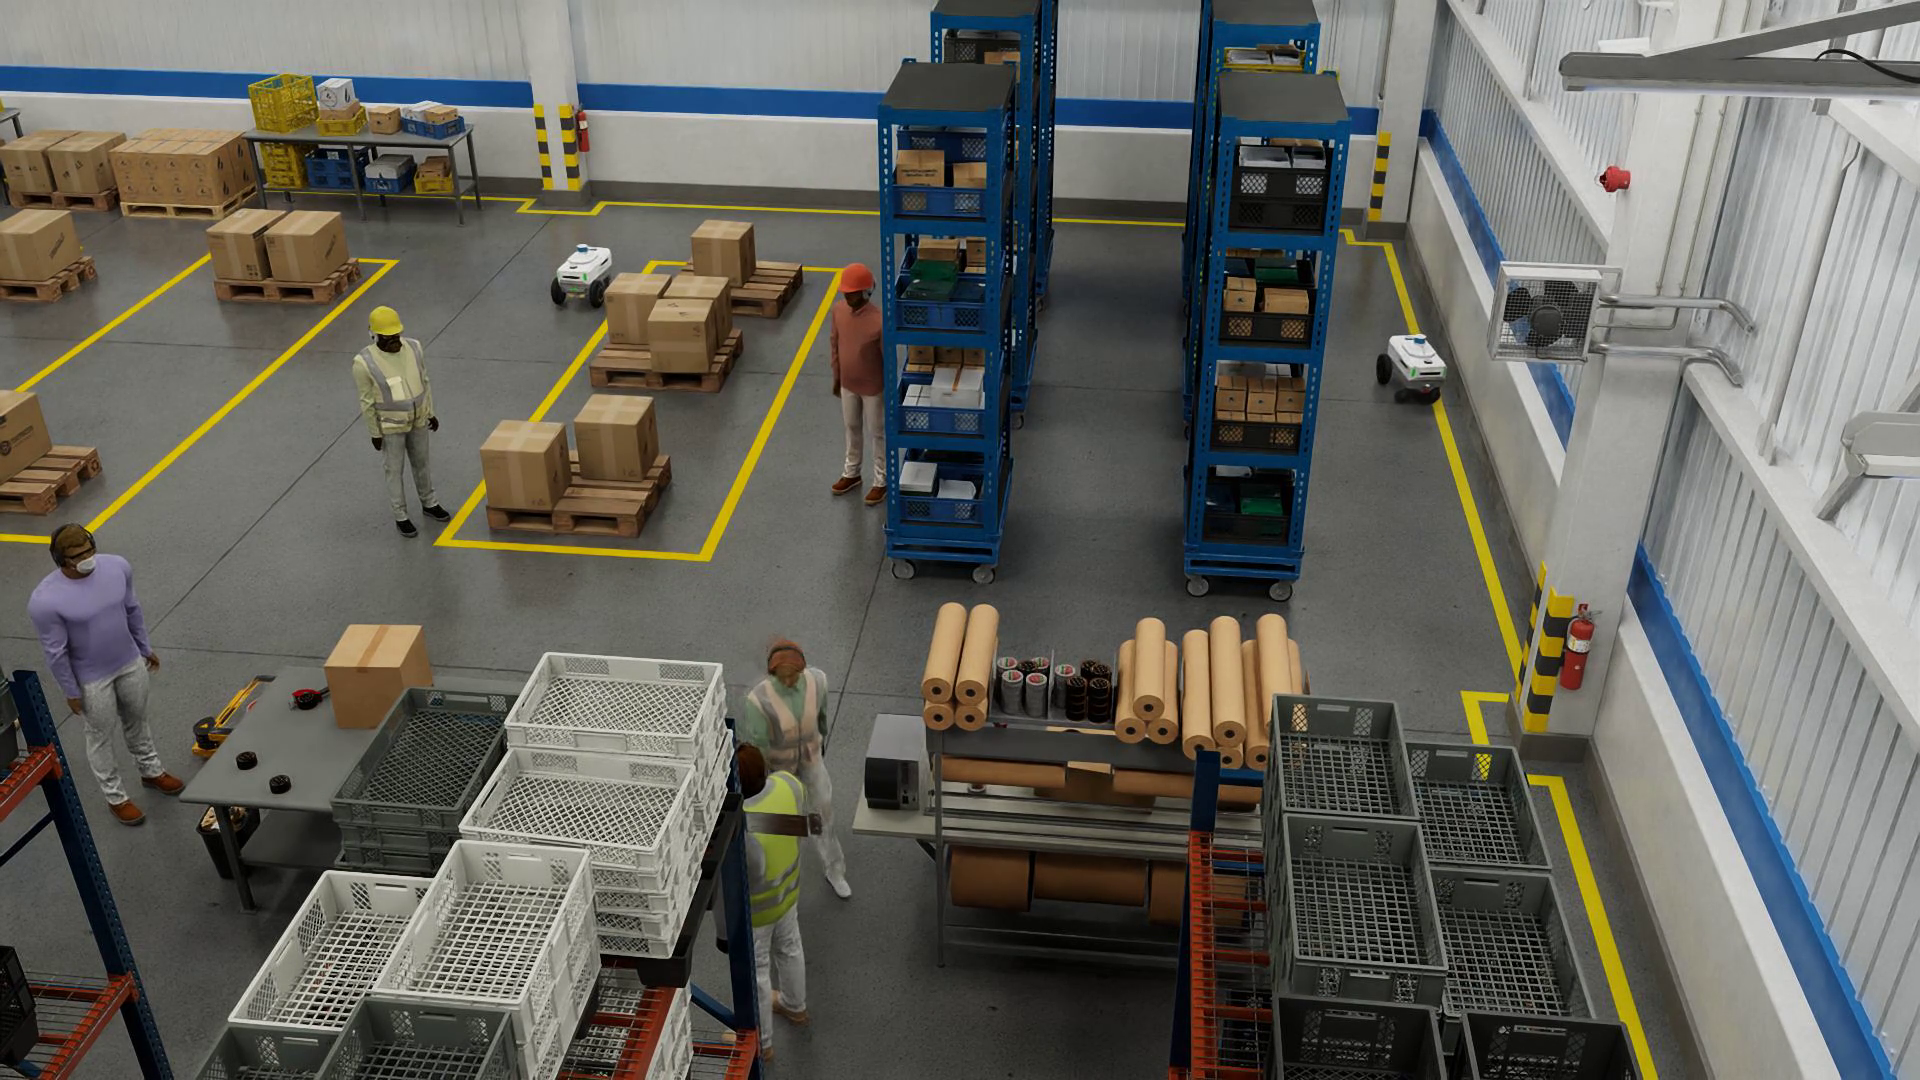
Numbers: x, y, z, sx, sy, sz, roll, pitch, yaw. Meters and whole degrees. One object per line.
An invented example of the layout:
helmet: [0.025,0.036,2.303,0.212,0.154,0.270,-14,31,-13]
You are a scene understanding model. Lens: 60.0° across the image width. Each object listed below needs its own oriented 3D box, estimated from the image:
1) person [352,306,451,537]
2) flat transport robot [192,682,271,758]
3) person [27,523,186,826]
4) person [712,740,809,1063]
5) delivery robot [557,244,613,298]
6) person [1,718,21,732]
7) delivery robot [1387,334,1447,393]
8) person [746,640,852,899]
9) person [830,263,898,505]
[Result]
person: [-4.254,-0.923,12.689,0.404,1.833,0.590,22,37,33]
flat transport robot: [-4.089,1.163,10.648,1.431,0.197,0.652,3,30,6]
person: [-4.976,0.750,9.712,0.378,1.940,0.628,15,33,24]
person: [-0.997,1.743,8.116,0.430,1.837,0.629,17,34,26]
delivery robot: [-3.850,-2.795,17.077,0.477,0.478,0.707,6,31,10]
person: [-6.316,0.530,10.325,0.539,1.699,0.317,0,30,0]
delivery robot: [4.137,-1.624,15.065,0.477,0.478,0.707,-3,30,-5]
person: [-0.957,1.195,9.274,0.509,1.600,0.822,-17,34,-27]
person: [-0.769,-1.228,13.054,0.613,1.995,0.390,20,36,31]
